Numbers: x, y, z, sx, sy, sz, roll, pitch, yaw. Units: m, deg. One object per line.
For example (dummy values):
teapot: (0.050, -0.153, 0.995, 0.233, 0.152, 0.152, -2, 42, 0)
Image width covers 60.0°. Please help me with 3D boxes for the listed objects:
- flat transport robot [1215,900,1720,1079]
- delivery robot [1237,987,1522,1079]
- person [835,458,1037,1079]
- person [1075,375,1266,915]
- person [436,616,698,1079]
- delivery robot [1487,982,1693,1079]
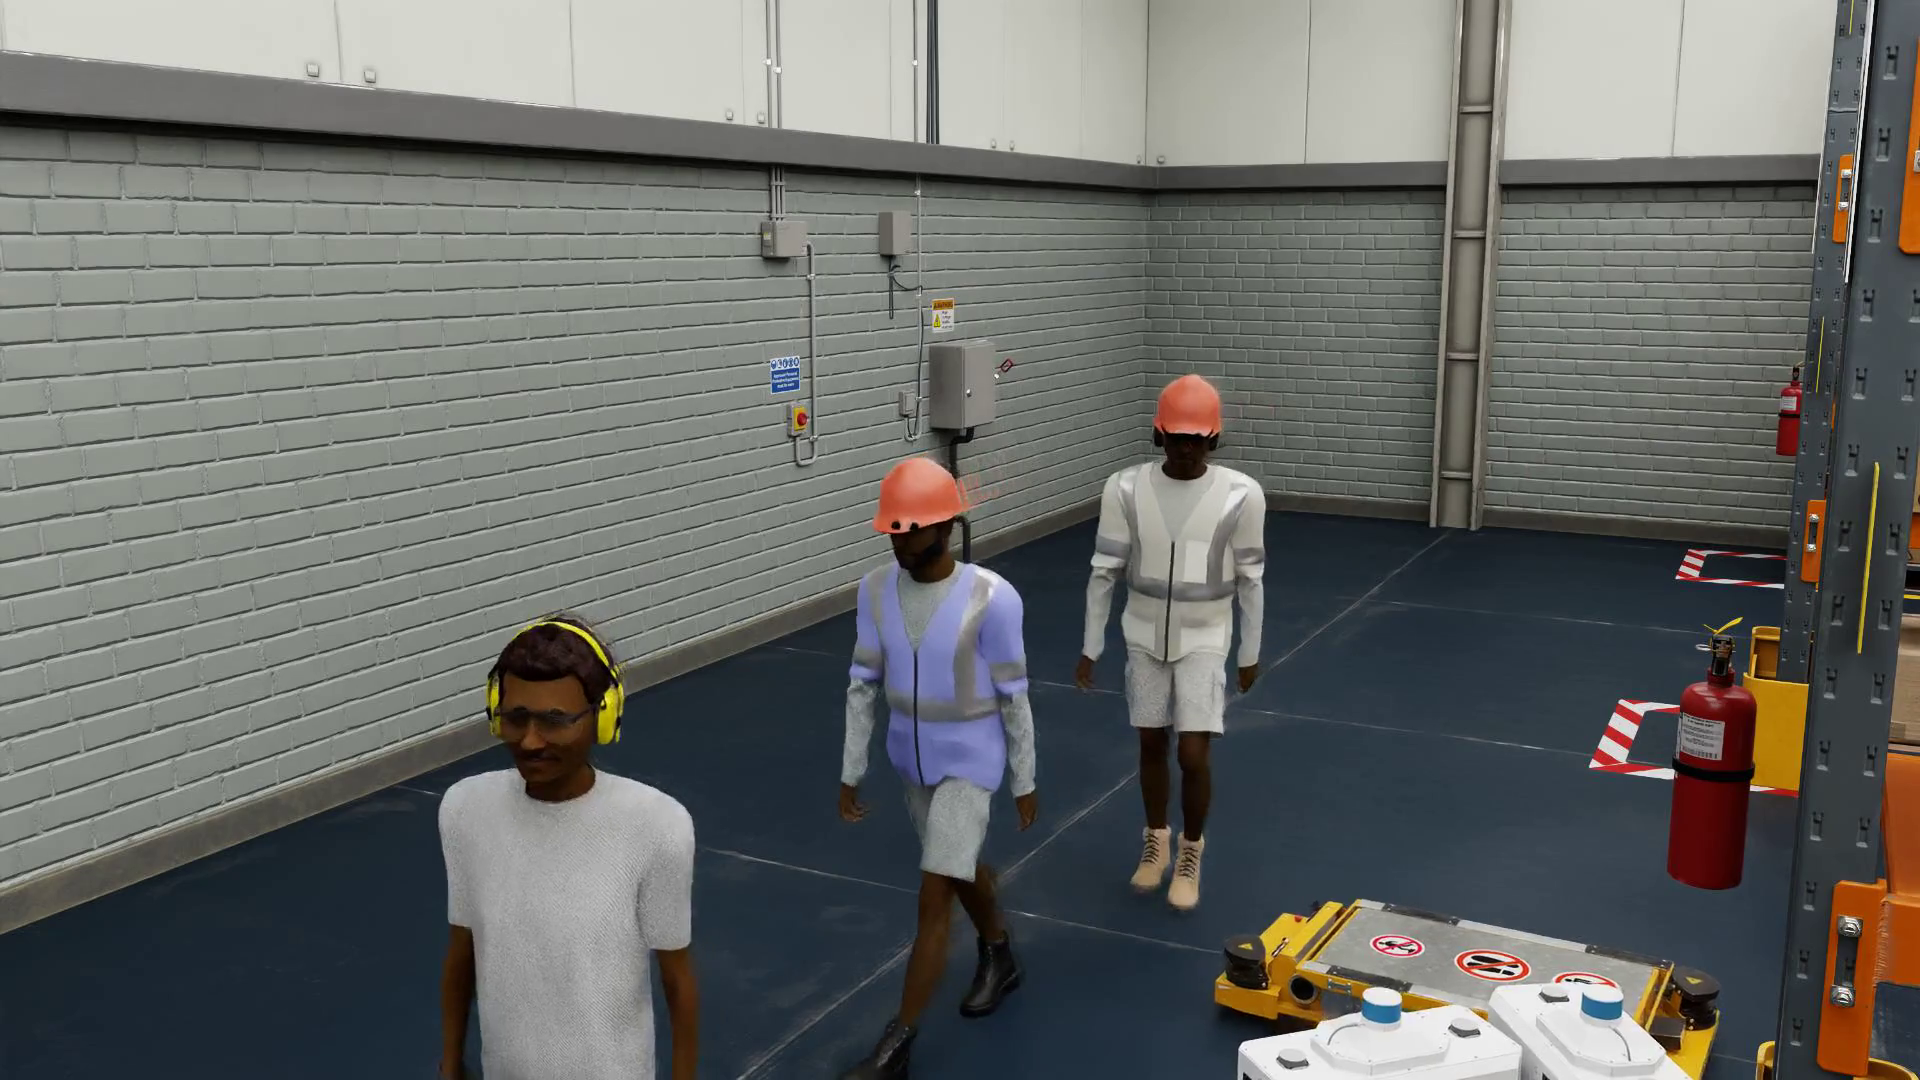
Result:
flat transport robot: (1.603, 1.427, 5.292, 1.431, 0.197, 0.652, 6, 12, 30)
delivery robot: (1.089, 1.413, 4.338, 0.707, 0.478, 0.477, -4, 11, -19)
person: (-0.069, 0.669, 5.052, 0.563, 1.872, 1.029, 7, 12, 33)
person: (0.779, 0.389, 6.183, 0.661, 2.010, 0.639, 4, 11, 21)
person: (-0.727, 1.029, 3.145, 0.529, 1.849, 0.746, 3, 11, 14)
delivery robot: (1.669, 1.409, 4.357, 0.477, 0.478, 0.707, -1, 10, -6)
